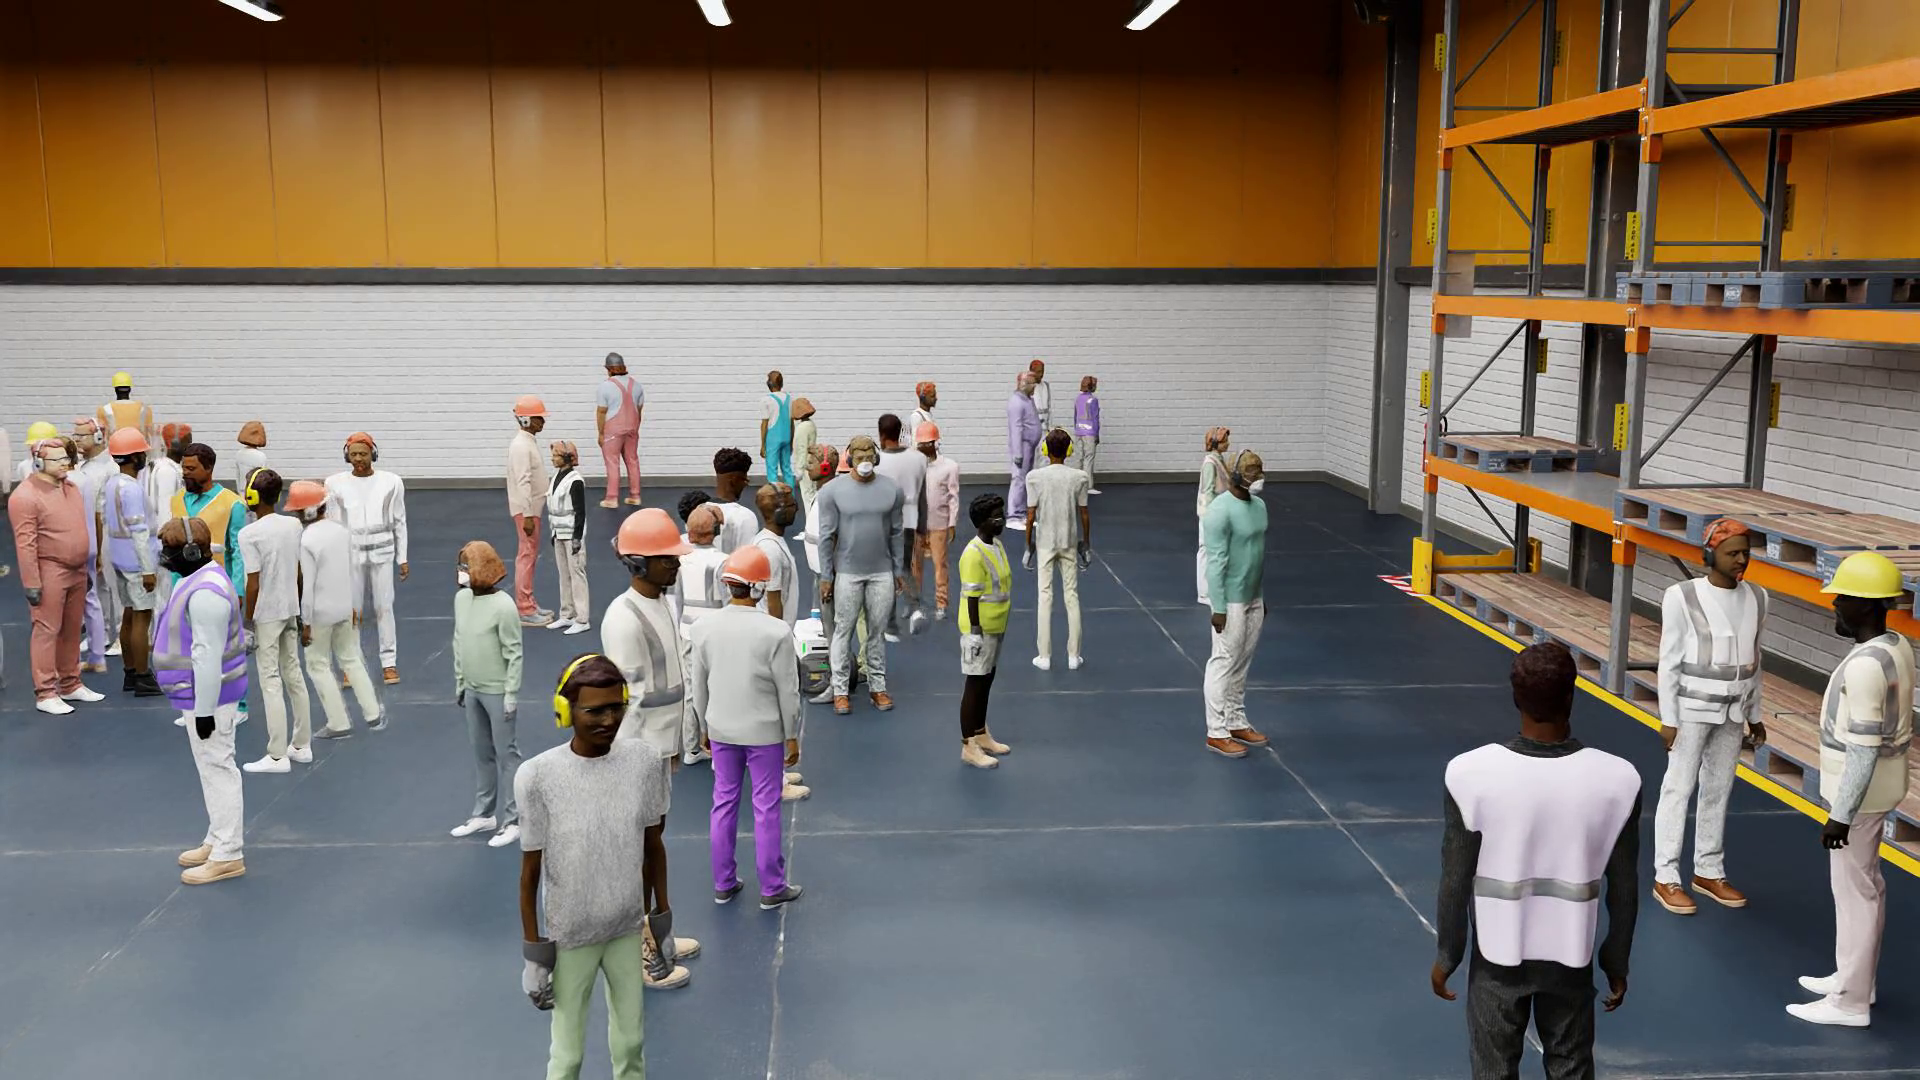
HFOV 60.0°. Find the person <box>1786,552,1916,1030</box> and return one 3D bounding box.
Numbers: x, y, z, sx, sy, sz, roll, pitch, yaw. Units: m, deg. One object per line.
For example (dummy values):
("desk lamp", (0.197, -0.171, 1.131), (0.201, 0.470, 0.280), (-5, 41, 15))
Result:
("person", (3.608, 1.004, 6.711), (0.367, 1.927, 0.590), (7, 11, 36))

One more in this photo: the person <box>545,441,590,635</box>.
("person", (-3.320, -0.025, 14.081), (0.307, 1.637, 0.520), (-7, 11, -38))

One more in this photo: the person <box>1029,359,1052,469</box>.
("person", (1.035, -1.541, 22.853), (0.585, 1.879, 0.355), (-7, 12, -39))

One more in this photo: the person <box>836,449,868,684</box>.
("person", (-0.774, 0.193, 12.343), (0.342, 1.750, 0.568), (0, 9, -3))

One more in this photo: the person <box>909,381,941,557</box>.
("person", (-0.384, -0.769, 17.987), (0.340, 1.879, 0.585), (2, 9, 12))

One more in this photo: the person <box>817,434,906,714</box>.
("person", (-0.673, 0.232, 11.519), (0.635, 1.937, 0.352), (-3, 10, -20))

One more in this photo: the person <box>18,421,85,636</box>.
("person", (-7.574, -0.085, 13.904), (0.590, 1.824, 0.409), (2, 9, 10))

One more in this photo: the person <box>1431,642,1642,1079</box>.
("person", (1.757, 1.267, 5.092), (0.596, 1.915, 0.370), (1, 9, 5))

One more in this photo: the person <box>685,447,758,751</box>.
("person", (-1.446, 0.390, 10.462), (0.614, 1.958, 0.381), (8, 12, 40))

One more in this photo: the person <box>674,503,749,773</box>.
("person", (-1.539, 0.597, 10.152), (0.516, 1.645, 0.308), (7, 12, 38))

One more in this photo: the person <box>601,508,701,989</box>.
("person", (-1.318, 0.876, 7.144), (0.383, 2.045, 0.605), (0, 9, 3))

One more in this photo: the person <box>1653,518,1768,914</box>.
("person", (3.581, 0.832, 7.928), (0.572, 1.883, 0.353), (-3, 9, -16))

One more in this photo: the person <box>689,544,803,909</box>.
("person", (-1.008, 0.890, 7.969), (0.564, 1.751, 0.330), (3, 10, 20))

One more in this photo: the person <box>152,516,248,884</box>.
("person", (-3.811, 0.787, 8.370), (0.430, 1.836, 0.626), (-5, 10, -27))

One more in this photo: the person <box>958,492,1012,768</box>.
("person", (0.158, 0.546, 10.306), (0.316, 1.695, 0.541), (3, 9, 17))

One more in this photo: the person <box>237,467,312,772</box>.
("person", (-4.203, 0.486, 10.145), (0.328, 1.872, 0.514), (3, 9, 17))

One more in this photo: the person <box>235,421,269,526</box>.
("person", (-6.769, -0.332, 16.014), (0.509, 1.632, 0.268), (7, 12, 39))

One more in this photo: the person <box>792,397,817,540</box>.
("person", (-1.770, -0.816, 19.058), (0.284, 1.633, 0.498), (2, 9, 11))

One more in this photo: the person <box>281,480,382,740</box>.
("person", (-4.109, 0.452, 10.856), (0.455, 1.715, 0.684), (2, 9, 13))

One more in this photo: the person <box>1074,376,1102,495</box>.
("person", (1.757, -1.448, 23.014), (0.311, 1.636, 0.521), (-5, 10, -29))

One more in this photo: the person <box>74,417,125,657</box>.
("person", (-6.865, -0.027, 13.247), (0.639, 1.911, 0.402), (4, 10, 25))

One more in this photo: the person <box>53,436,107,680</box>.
("person", (-6.656, 0.134, 12.476), (0.358, 1.835, 0.516), (3, 10, 18))

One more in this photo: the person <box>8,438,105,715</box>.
("person", (-6.259, 0.241, 11.568), (0.403, 1.906, 0.651), (1, 9, 5))

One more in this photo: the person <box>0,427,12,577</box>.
("person", (-9.560, -0.480, 16.119), (0.613, 1.929, 1.058), (-1, 9, -6))

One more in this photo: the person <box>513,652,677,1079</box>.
("person", (-1.148, 1.265, 5.290), (0.510, 1.863, 0.326), (-6, 11, -35))

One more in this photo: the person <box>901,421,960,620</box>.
("person", (-0.285, -0.169, 14.614), (0.560, 1.752, 0.324), (2, 9, 14))

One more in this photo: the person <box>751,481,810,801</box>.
("person", (-1.063, 0.579, 9.630), (0.329, 1.845, 0.515), (-2, 9, -12))

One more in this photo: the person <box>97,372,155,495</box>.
("person", (-9.556, -0.960, 19.087), (0.586, 1.919, 0.403), (-7, 12, -39))

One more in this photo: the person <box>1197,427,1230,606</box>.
("person", (2.333, -0.223, 15.307), (0.314, 1.641, 0.515), (3, 10, 19))

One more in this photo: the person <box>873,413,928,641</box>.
("person", (-0.538, -0.097, 13.701), (0.613, 1.901, 0.463), (-5, 10, -30))

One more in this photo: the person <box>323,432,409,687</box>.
("person", (-4.371, 0.142, 12.256), (0.584, 1.882, 0.337), (-3, 10, -20))

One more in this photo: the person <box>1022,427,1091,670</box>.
("person", (0.742, 0.067, 12.779), (0.535, 1.868, 0.309), (-1, 9, -4))

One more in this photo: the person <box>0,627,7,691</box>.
("person", (-7.097, 0.184, 11.838), (0.415, 1.939, 0.604), (-1, 9, -7))

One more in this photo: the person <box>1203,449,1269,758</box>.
("person", (1.763, 0.389, 10.539), (0.362, 1.938, 0.636), (7, 11, 36))

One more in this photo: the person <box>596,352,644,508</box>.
("person", (-4.491, -1.453, 21.780), (0.537, 2.000, 0.684), (8, 12, 41))

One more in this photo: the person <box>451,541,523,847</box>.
("person", (-2.514, 0.810, 8.846), (0.501, 1.633, 0.284), (7, 11, 38))

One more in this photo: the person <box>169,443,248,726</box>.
("person", (-5.026, 0.301, 11.149), (0.593, 1.920, 0.391), (3, 9, 17))

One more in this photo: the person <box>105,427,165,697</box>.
("person", (-5.920, 0.158, 11.976), (0.347, 1.943, 0.545), (-8, 12, -41))

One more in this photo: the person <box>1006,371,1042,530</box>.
("person", (0.774, -1.068, 19.830), (0.406, 1.897, 0.644), (2, 9, 15))

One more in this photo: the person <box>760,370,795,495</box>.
("person", (-2.290, -1.208, 20.903), (0.501, 1.838, 0.341), (-9, 13, -43))

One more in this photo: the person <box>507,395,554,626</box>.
("person", (-3.715, -0.258, 14.422), (0.396, 1.992, 0.623), (-2, 9, -10))

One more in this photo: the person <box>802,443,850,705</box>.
("person", (-0.918, 0.236, 11.777), (0.389, 1.847, 0.563), (-2, 9, -10))
